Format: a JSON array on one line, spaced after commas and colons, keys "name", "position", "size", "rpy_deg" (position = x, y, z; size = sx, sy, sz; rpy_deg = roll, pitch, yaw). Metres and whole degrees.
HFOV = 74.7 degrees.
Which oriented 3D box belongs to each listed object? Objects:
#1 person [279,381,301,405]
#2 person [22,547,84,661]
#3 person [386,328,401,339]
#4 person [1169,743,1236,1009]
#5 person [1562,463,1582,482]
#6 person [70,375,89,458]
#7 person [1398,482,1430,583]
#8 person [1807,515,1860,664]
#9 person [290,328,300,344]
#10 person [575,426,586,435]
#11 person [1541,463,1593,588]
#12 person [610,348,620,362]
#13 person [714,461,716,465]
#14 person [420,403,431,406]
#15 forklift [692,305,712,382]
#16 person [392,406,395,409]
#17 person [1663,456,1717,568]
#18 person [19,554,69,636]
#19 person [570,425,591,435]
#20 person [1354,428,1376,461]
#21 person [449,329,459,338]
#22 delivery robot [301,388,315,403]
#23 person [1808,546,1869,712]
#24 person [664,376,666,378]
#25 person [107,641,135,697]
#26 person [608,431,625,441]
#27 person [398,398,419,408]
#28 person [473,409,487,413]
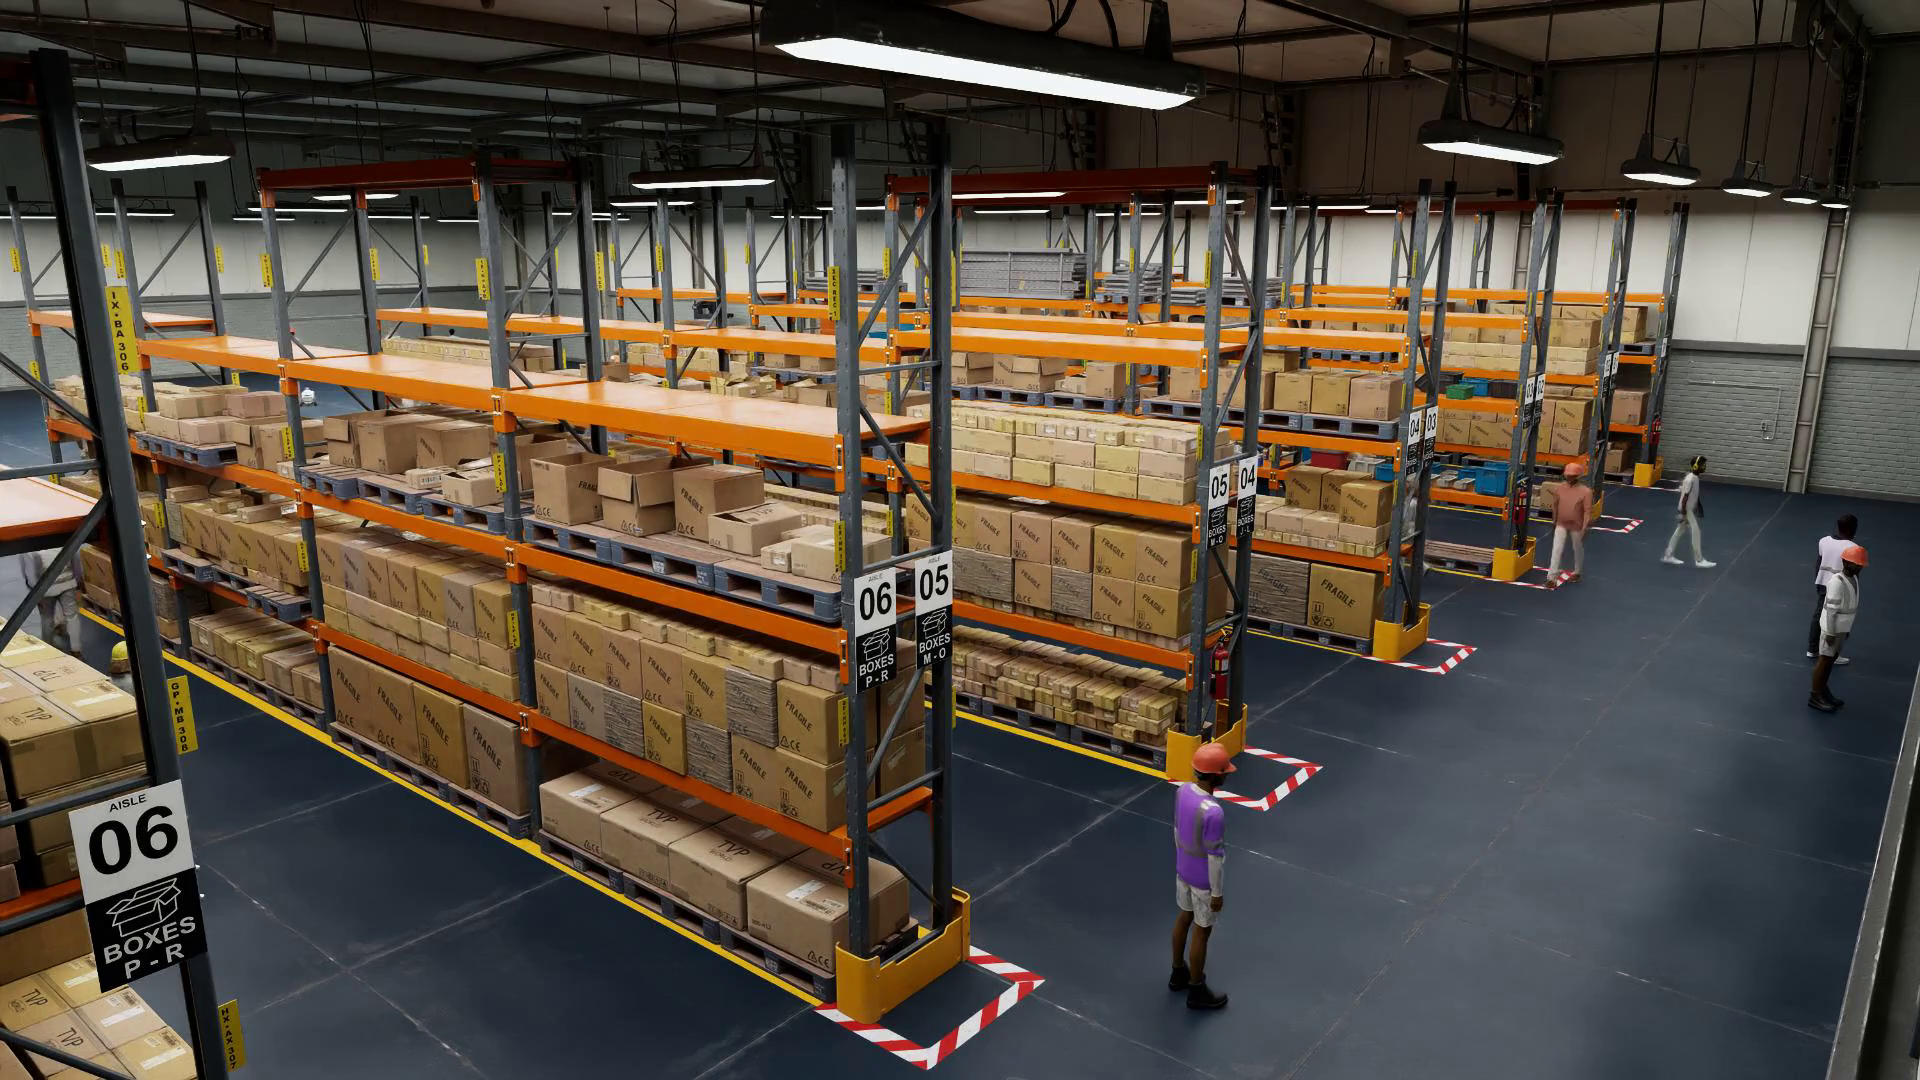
[{"name": "person", "position": [-18.691, -3.931, 35.175], "size": [0.525, 1.740, 0.747], "rpy_deg": [-5, 15, -19]}, {"name": "person", "position": [-11.692, 0.587, 16.253], "size": [0.992, 1.895, 0.614], "rpy_deg": [12, 18, 41]}, {"name": "person", "position": [-21.504, -7.165, 48.183], "size": [0.914, 1.870, 0.678], "rpy_deg": [6, 15, 24]}, {"name": "person", "position": [1.727, 2.349, 8.929], "size": [0.378, 1.936, 0.548], "rpy_deg": [-4, 14, -17]}, {"name": "person", "position": [12.175, -1.536, 25.181], "size": [0.751, 1.814, 0.589], "rpy_deg": [11, 18, 39]}, {"name": "person", "position": [-21.669, -3.041, 30.946], "size": [0.634, 2.005, 0.630], "rpy_deg": [-8, 16, -31]}, {"name": "person", "position": [7.060, -0.113, 19.712], "size": [0.553, 1.617, 0.525], "rpy_deg": [8, 16, 29]}, {"name": "person", "position": [11.194, 0.613, 16.112], "size": [0.392, 1.919, 0.592], "rpy_deg": [-2, 14, -10]}, {"name": "person", "position": [-25.421, -7.154, 48.118], "size": [0.568, 1.883, 0.984], "rpy_deg": [0, 14, 2]}, {"name": "person", "position": [-7.531, -1.441, 24.766], "size": [0.641, 1.835, 0.966], "rpy_deg": [-8, 16, -31]}, {"name": "person", "position": [9.502, -0.235, 19.587], "size": [1.037, 1.946, 0.629], "rpy_deg": [-12, 18, -41]}, {"name": "person", "position": [-11.622, -5.730, 42.821], "size": [0.556, 1.617, 0.585], "rpy_deg": [-5, 14, -18]}, {"name": "person", "position": [-5.822, -2.463, 29.396], "size": [0.508, 1.608, 0.654], "rpy_deg": [-10, 17, -35]}, {"name": "person", "position": [-14.249, -3.635, 33.675], "size": [1.037, 1.892, 0.637], "rpy_deg": [4, 14, 16]}, {"name": "forklift", "position": [-9.511, -7.392, 47.124], "size": [1.873, 2.768, 1.129], "rpy_deg": [11, 17, 38]}, {"name": "person", "position": [-15.690, -3.886, 34.755], "size": [0.446, 1.852, 0.545], "rpy_deg": [-7, 15, -28]}, {"name": "person", "position": [12.145, -0.463, 20.722], "size": [0.878, 1.838, 0.515], "rpy_deg": [9, 16, 33]}, {"name": "person", "position": [-12.346, 0.431, 17.065], "size": [0.429, 1.827, 0.634], "rpy_deg": [11, 17, 37]}, {"name": "person", "position": [-8.932, -2.664, 29.665], "size": [0.650, 1.885, 0.795], "rpy_deg": [-13, 19, -43]}, {"name": "person", "position": [8.021, -1.490, 24.956], "size": [0.428, 1.819, 0.620], "rpy_deg": [6, 15, 24]}, {"name": "person", "position": [-20.389, -7.665, 50.722], "size": [0.542, 1.646, 0.890], "rpy_deg": [-6, 15, -22]}, {"name": "delivery robot", "position": [-20.966, -4.649, 40.489], "size": [0.477, 0.478, 0.707], "rpy_deg": [-5, 15, -21]}, {"name": "person", "position": [10.118, 1.001, 14.482], "size": [0.546, 1.934, 0.376], "rpy_deg": [-10, 17, -36]}, {"name": "person", "position": [-8.560, -4.344, 36.457], "size": [0.354, 1.937, 0.635], "rpy_deg": [3, 14, 12]}, {"name": "person", "position": [-7.653, 1.779, 11.706], "size": [0.486, 1.737, 0.320], "rpy_deg": [2, 14, 9]}, {"name": "person", "position": [-7.804, -2.369, 28.432], "size": [1.004, 1.888, 0.665], "rpy_deg": [7, 15, 27]}, {"name": "person", "position": [-13.949, -3.108, 32.052], "size": [0.777, 1.597, 0.527], "rpy_deg": [12, 18, 40]}, {"name": "person", "position": [-13.374, -3.901, 35.138], "size": [0.321, 1.697, 0.530], "rpy_deg": [12, 18, 39]}]
